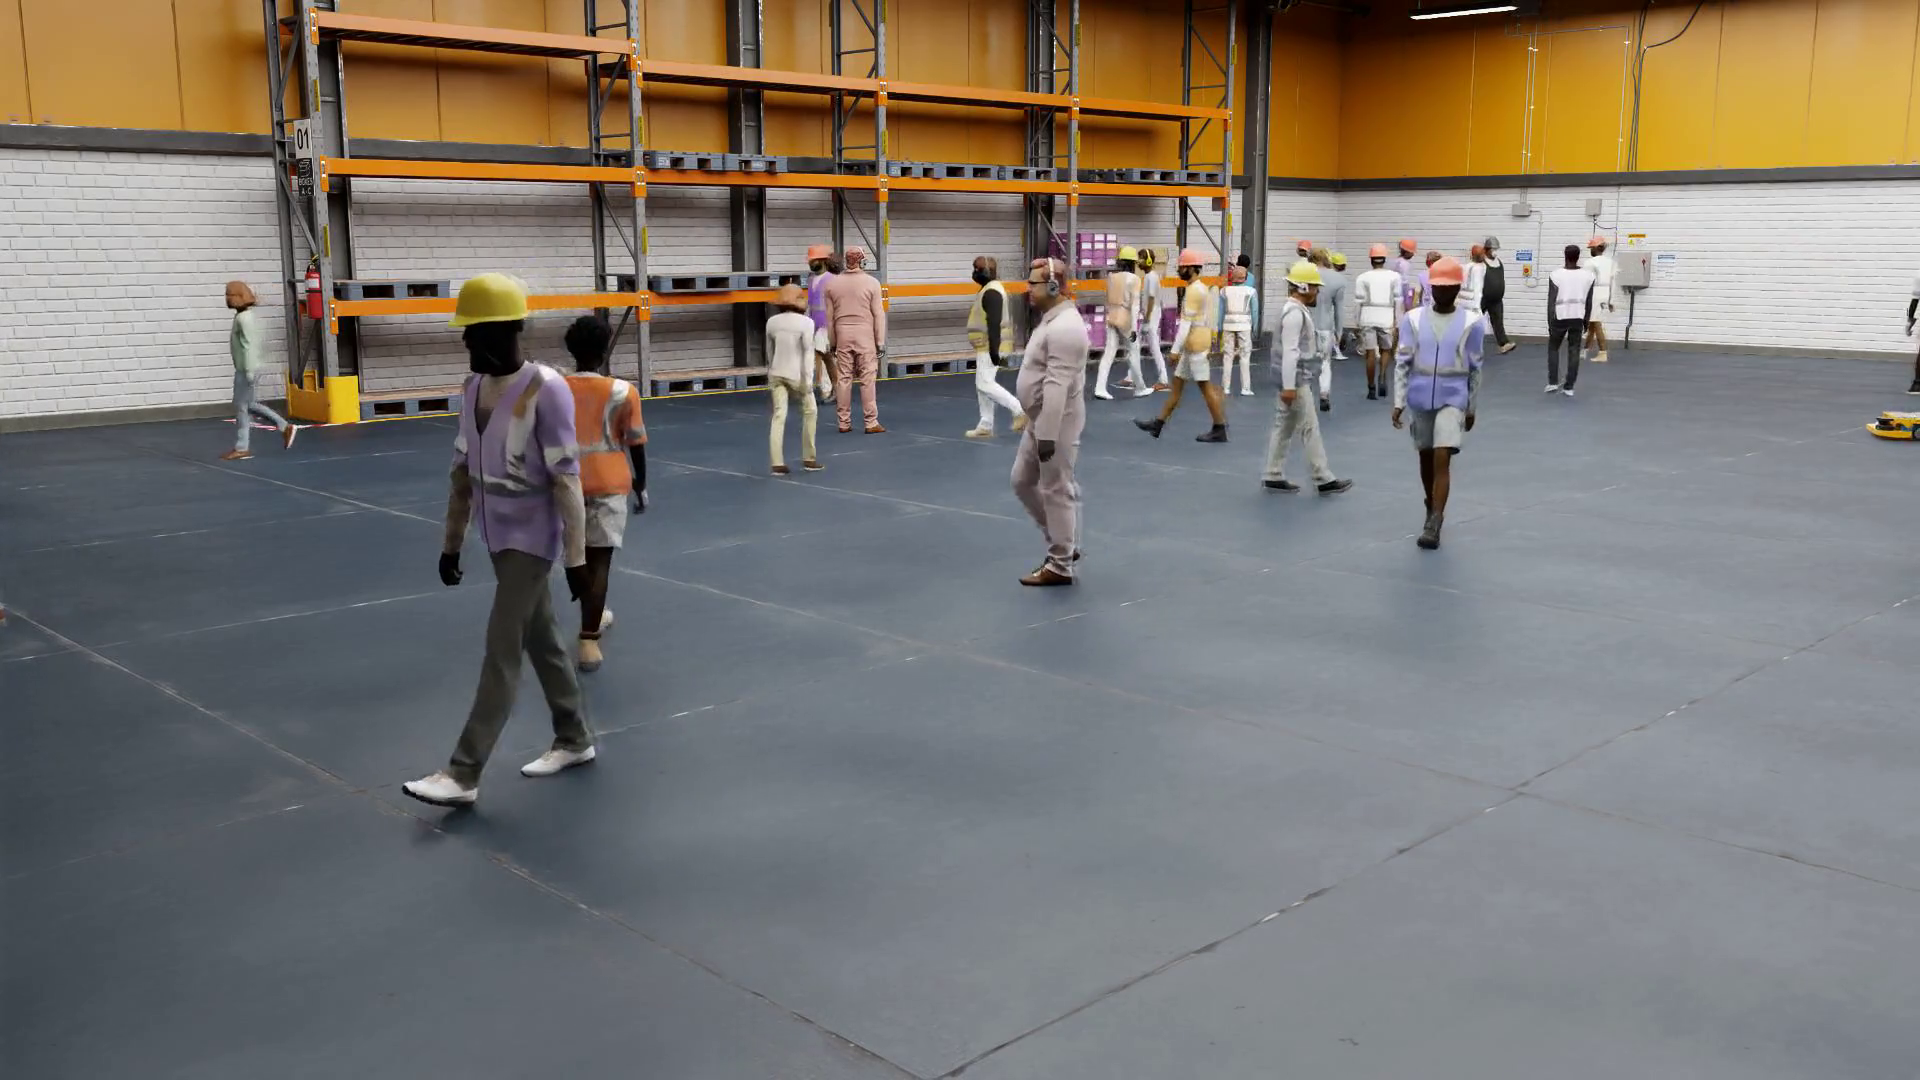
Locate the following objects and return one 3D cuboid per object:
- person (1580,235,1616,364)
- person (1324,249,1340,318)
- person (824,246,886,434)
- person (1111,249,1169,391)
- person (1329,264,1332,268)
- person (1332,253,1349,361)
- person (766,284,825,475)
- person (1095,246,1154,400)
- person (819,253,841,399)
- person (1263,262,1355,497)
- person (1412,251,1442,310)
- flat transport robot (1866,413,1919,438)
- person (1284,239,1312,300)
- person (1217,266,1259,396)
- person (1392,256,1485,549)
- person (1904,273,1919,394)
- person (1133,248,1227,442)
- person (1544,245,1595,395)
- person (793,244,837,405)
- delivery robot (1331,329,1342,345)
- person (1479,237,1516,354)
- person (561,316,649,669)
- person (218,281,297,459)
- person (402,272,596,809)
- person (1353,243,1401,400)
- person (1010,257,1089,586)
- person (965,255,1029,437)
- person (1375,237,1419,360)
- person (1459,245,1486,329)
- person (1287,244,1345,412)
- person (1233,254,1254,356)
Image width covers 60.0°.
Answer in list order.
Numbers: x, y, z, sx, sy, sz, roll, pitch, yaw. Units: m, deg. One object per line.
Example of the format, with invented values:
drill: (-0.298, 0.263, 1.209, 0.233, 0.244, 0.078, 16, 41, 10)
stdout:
person: (10.052, -3.833, 26.527, 0.618, 2.000, 0.945, -5, 12, -27)
person: (5.473, -3.470, 25.067, 0.625, 1.815, 0.515, -1, 10, -7)
person: (-1.050, -2.037, 17.017, 0.640, 1.910, 0.407, 4, 11, 19)
person: (2.347, -2.847, 21.630, 0.865, 1.830, 0.546, 0, 10, 1)
person: (6.737, -4.425, 30.799, 0.537, 1.615, 0.547, 2, 11, 13)
person: (6.084, -3.775, 26.975, 0.611, 1.723, 0.562, 5, 11, 23)
person: (-1.400, -1.365, 14.141, 0.527, 1.605, 0.676, 6, 12, 28)
person: (2.011, -2.671, 20.556, 0.976, 1.883, 0.604, -9, 14, -42)
person: (-1.582, -2.654, 20.681, 0.433, 1.811, 0.744, 2, 11, 11)
person: (2.734, -1.240, 12.927, 0.735, 1.805, 0.624, 2, 10, 8)
person: (6.875, -3.291, 24.151, 0.575, 1.809, 0.944, -2, 11, -13)
flat transport robot: (9.874, -1.131, 16.542, 1.431, 0.197, 0.652, 4, 11, 20)
person: (5.721, -4.089, 28.062, 0.623, 1.963, 0.945, 9, 13, 39)
person: (3.512, -2.639, 21.040, 0.534, 1.640, 0.321, 5, 11, 24)
person: (3.169, -0.926, 11.038, 0.545, 1.892, 1.012, 5, 11, 24)
person: (12.415, -2.782, 21.001, 0.832, 1.940, 0.583, 5, 12, 28)
person: (2.186, -1.899, 16.306, 0.998, 1.884, 0.565, 2, 11, 11)
person: (7.762, -2.808, 21.251, 0.587, 1.896, 0.675, 1, 10, 6)
person: (-1.739, -2.528, 19.689, 0.859, 1.901, 0.563, -7, 13, -35)
delivery robot: (6.375, -3.612, 29.039, 0.477, 0.478, 0.707, 9, 14, 41)
person: (9.058, -4.198, 28.438, 0.703, 2.000, 1.030, -5, 12, -25)
person: (-1.761, -0.249, 7.986, 0.537, 1.637, 0.890, 1, 10, 4)
person: (-6.434, -1.544, 15.106, 0.609, 1.617, 0.509, -4, 11, -20)
person: (-1.688, 0.004, 5.951, 0.922, 1.882, 0.605, -10, 14, -44)
person: (5.140, -2.688, 20.520, 0.578, 1.922, 0.405, 1, 10, 5)
person: (0.503, -0.664, 9.558, 0.429, 1.891, 0.676, -1, 10, -4)
person: (0.358, -1.910, 16.556, 0.591, 1.829, 0.638, 0, 10, -1)
person: (6.997, -3.878, 26.821, 0.748, 1.994, 0.634, 1, 10, 4)
person: (8.083, -3.722, 26.295, 0.439, 1.870, 0.698, -1, 10, -5)
person: (3.992, -2.363, 18.765, 0.643, 1.927, 0.436, 1, 10, 4)
person: (4.757, -3.955, 28.045, 0.318, 1.699, 0.533, 7, 12, 33)
